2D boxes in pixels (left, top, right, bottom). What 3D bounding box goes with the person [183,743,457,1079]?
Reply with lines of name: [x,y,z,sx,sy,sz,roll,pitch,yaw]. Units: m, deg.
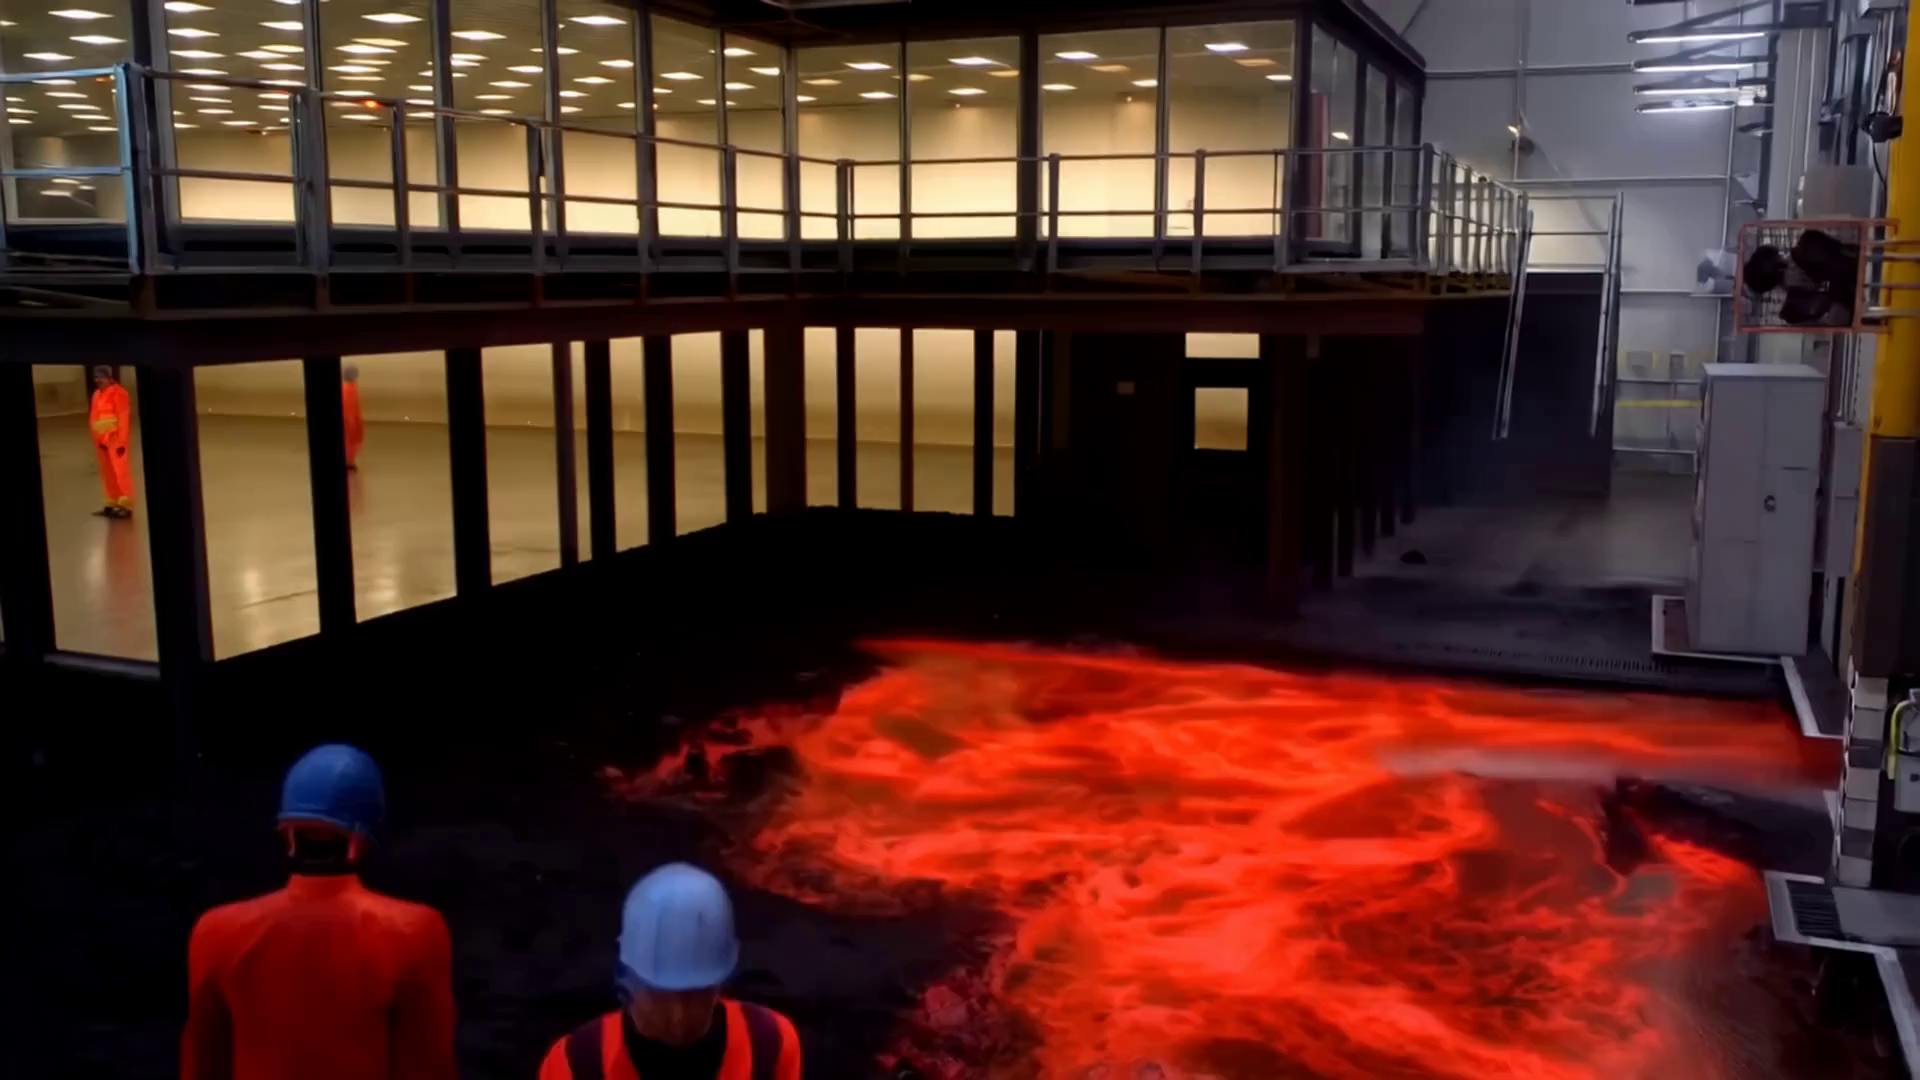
person: [-1.539,1.448,4.057,0.624,1.929,1.054,-3,10,-16]

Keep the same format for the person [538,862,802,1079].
person: [-0.551,1.585,3.316,0.555,1.894,0.941,-3,10,-15]
